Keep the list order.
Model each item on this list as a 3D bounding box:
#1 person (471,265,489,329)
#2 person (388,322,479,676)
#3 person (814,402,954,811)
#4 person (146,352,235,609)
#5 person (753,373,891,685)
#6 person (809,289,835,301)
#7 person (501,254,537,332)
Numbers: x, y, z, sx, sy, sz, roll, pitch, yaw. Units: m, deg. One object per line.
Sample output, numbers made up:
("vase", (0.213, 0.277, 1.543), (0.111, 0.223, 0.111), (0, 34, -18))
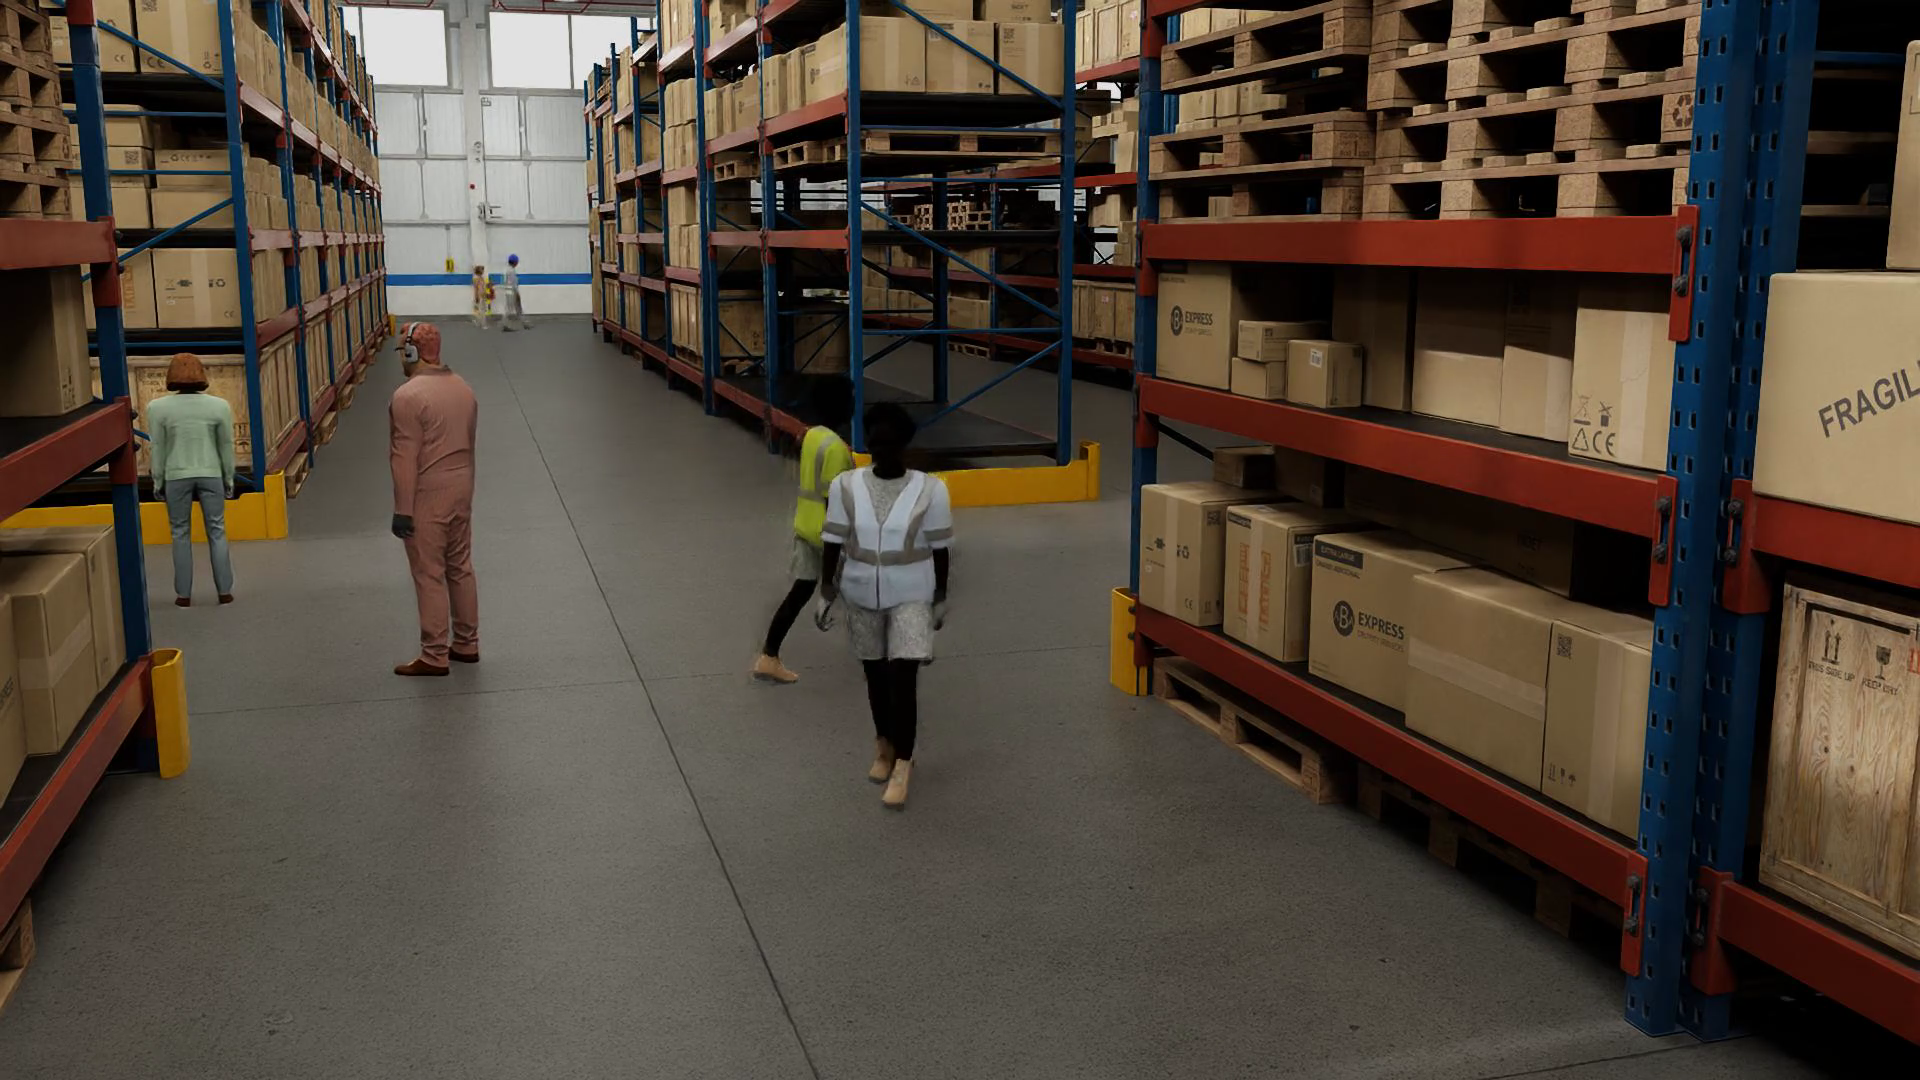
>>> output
("person", (-12.202, -6.156, 42.238), (0.409, 1.625, 0.542), (1, 10, 3))
("person", (-2.860, -0.222, 8.988), (0.399, 1.899, 0.646), (3, 11, 15))
("person", (-0.327, 0.269, 6.922), (0.550, 1.670, 0.767), (3, 11, 14))
("person", (-4.868, -0.375, 10.573), (0.493, 1.624, 0.280), (-6, 12, -32))
("person", (-0.699, -0.048, 8.703), (0.857, 1.652, 0.535), (-5, 11, -25))
("person", (-3.404, -6.090, 41.056), (0.631, 1.938, 1.045), (-1, 10, -7))
("person", (-10.938, -6.087, 41.100), (0.947, 1.902, 0.654), (-4, 11, -19))
